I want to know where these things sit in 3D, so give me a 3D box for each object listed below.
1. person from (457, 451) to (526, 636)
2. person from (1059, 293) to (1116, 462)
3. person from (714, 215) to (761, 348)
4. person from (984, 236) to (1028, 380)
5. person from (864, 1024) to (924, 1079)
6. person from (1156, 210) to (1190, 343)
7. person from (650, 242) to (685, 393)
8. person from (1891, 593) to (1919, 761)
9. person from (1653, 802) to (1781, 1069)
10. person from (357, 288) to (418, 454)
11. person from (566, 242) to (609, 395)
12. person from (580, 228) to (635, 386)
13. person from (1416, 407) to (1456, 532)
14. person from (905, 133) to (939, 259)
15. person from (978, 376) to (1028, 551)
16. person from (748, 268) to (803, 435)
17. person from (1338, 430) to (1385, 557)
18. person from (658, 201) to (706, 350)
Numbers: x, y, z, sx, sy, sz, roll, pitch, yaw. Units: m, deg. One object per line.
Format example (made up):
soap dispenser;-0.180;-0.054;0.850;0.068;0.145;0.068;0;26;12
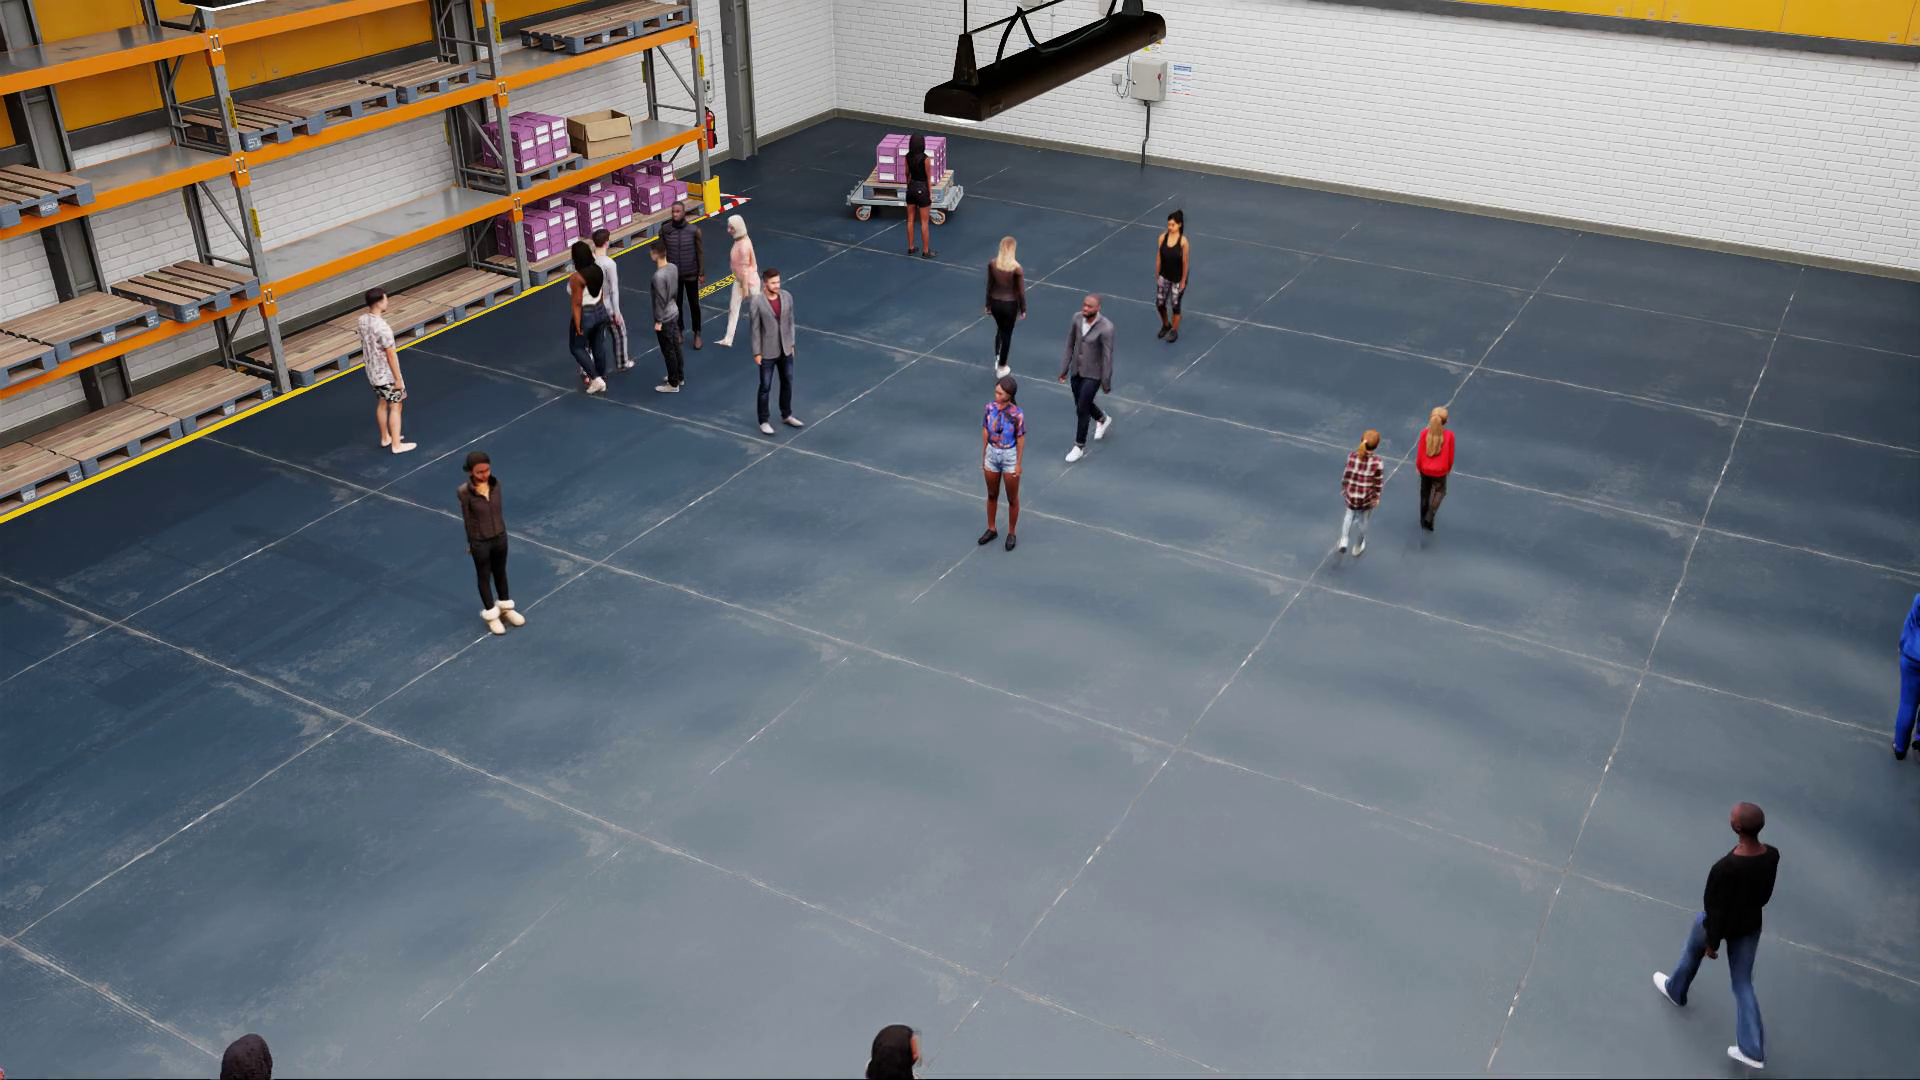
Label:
person;-4.117;-0.017;14.480;0.688;1.666;0.631;4;29;7
person;1.393;-1.768;17.559;1.186;1.790;0.913;-25;37;-38
person;-2.522;-3.150;20.225;1.178;1.663;1.018;-10;30;-17
person;0.478;-2.673;19.320;0.624;1.693;0.545;15;32;26
person;-0.345;3.176;8.681;0.809;1.612;0.761;-13;31;-23
person;2.653;-3.258;20.430;0.593;1.656;0.545;15;32;25
person;-3.355;-2.563;19.042;0.732;1.766;0.569;7;29;13
person;7.370;0.971;12.646;0.654;1.687;0.642;11;31;19
person;4.717;2.389;10.026;1.111;1.706;1.195;-6;29;-12
person;-6.113;-1.790;17.579;0.705;1.810;0.630;21;35;33
person;-4.147;-2.496;18.883;0.753;1.800;0.682;21;35;33
person;-4.159;-2.629;19.127;0.762;1.800;1.167;12;31;21
person;4.577;-0.667;16.078;0.522;1.277;0.691;13;31;22
person;-0.580;-4.814;23.195;0.628;1.740;0.558;20;34;32
person;0.413;-0.751;15.739;0.595;1.748;0.526;13;31;22
person;-2.011;-2.064;18.021;0.680;1.867;0.824;-17;33;-29
person;3.737;-0.413;15.592;0.537;1.295;0.629;15;32;25
person;-3.357;-3.224;20.181;0.785;1.836;0.762;0;29;1
